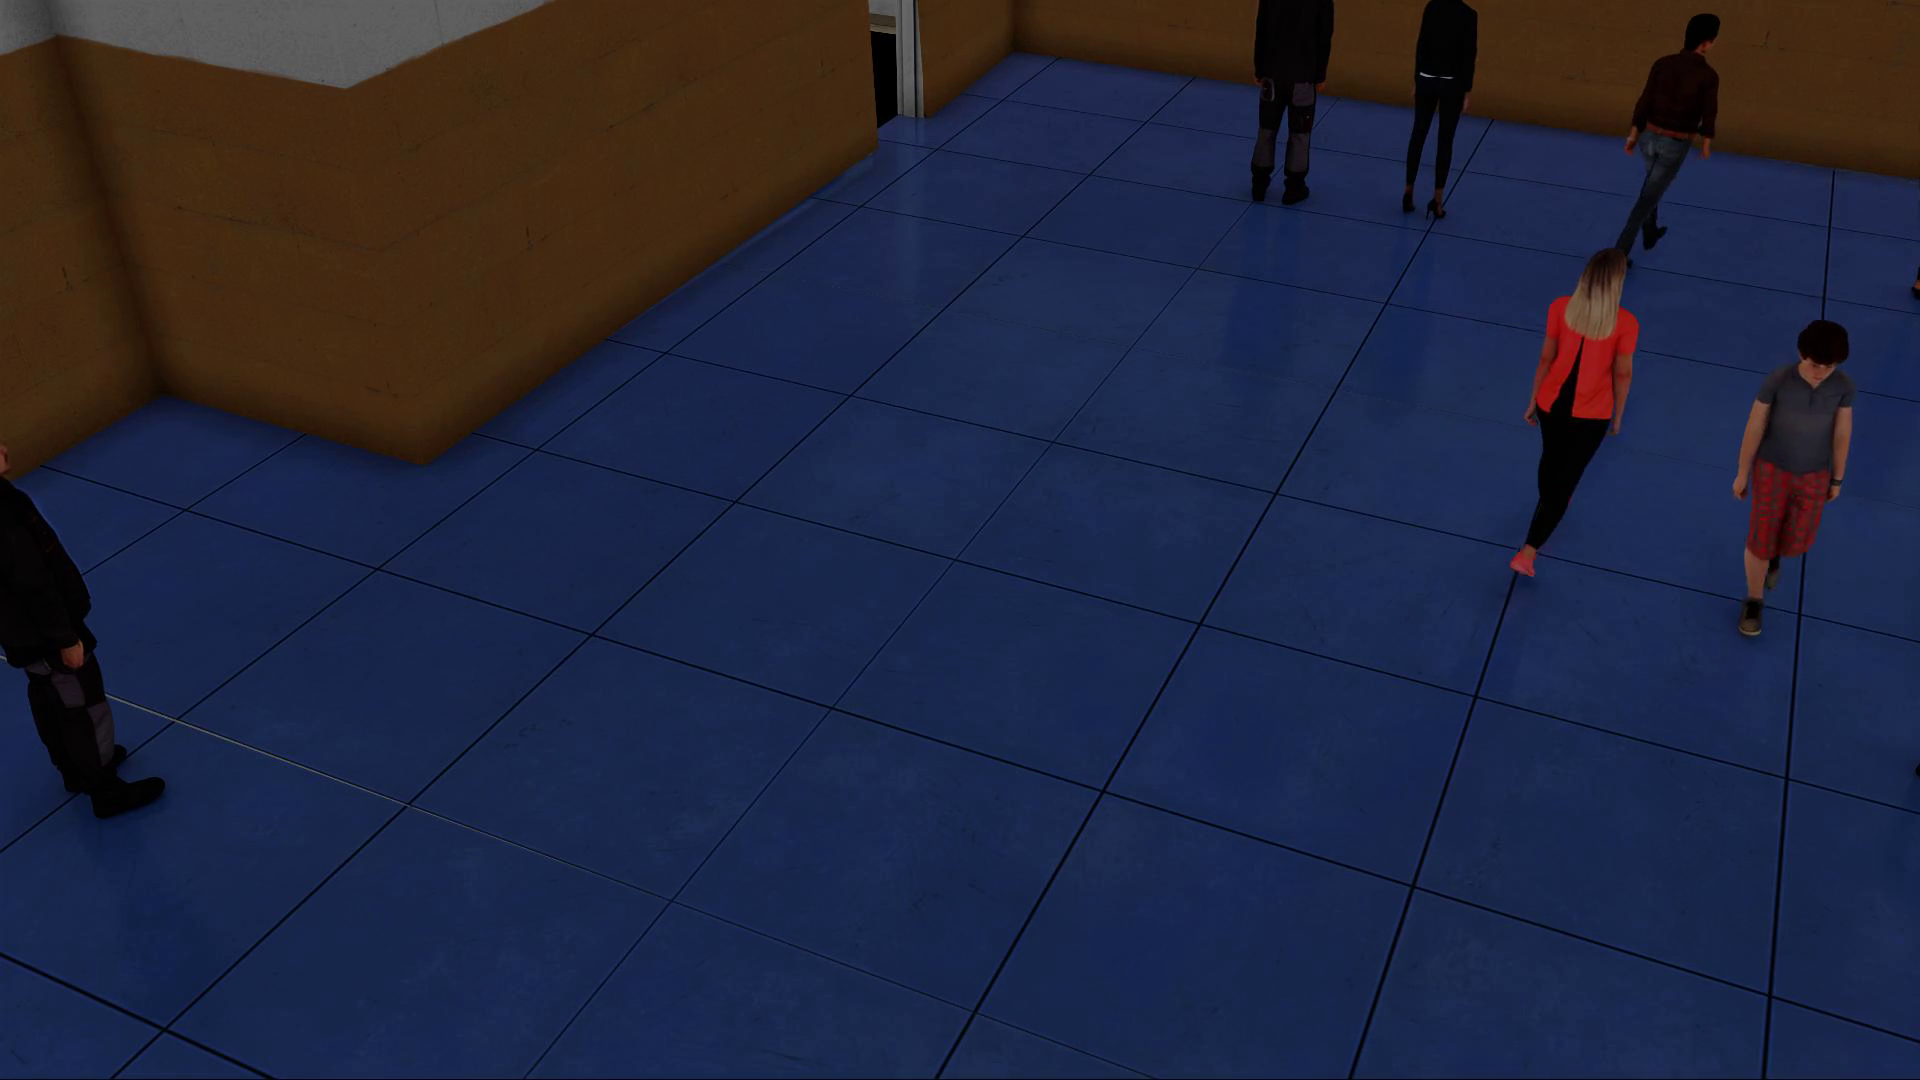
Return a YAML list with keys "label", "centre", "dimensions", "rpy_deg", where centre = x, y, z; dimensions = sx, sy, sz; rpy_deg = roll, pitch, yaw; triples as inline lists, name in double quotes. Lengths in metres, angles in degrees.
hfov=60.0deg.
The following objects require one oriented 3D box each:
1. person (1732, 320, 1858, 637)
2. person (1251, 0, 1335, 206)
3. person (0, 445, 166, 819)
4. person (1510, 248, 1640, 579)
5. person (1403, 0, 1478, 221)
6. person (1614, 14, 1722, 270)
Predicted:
- label: "person"
  centre: [3.894, -0.346, 7.833]
  dimensions: [0.771, 1.628, 0.728]
  rpy_deg: [9, 35, 14]
- label: "person"
  centre: [2.420, -3.436, 12.203]
  dimensions: [0.533, 1.946, 0.769]
  rpy_deg: [12, 36, 18]
- label: "person"
  centre: [-3.690, 0.302, 6.639]
  dimensions: [0.684, 1.861, 0.893]
  rpy_deg: [27, 42, 34]
- label: "person"
  centre: [2.970, -0.586, 8.179]
  dimensions: [1.133, 1.657, 0.844]
  rpy_deg: [25, 41, 33]
- label: "person"
  centre: [3.453, -3.217, 11.973]
  dimensions: [0.558, 1.836, 0.718]
  rpy_deg: [27, 42, 34]
- label: "person"
  centre: [4.664, -2.585, 11.119]
  dimensions: [1.006, 1.729, 1.089]
  rpy_deg: [-24, 41, -32]
